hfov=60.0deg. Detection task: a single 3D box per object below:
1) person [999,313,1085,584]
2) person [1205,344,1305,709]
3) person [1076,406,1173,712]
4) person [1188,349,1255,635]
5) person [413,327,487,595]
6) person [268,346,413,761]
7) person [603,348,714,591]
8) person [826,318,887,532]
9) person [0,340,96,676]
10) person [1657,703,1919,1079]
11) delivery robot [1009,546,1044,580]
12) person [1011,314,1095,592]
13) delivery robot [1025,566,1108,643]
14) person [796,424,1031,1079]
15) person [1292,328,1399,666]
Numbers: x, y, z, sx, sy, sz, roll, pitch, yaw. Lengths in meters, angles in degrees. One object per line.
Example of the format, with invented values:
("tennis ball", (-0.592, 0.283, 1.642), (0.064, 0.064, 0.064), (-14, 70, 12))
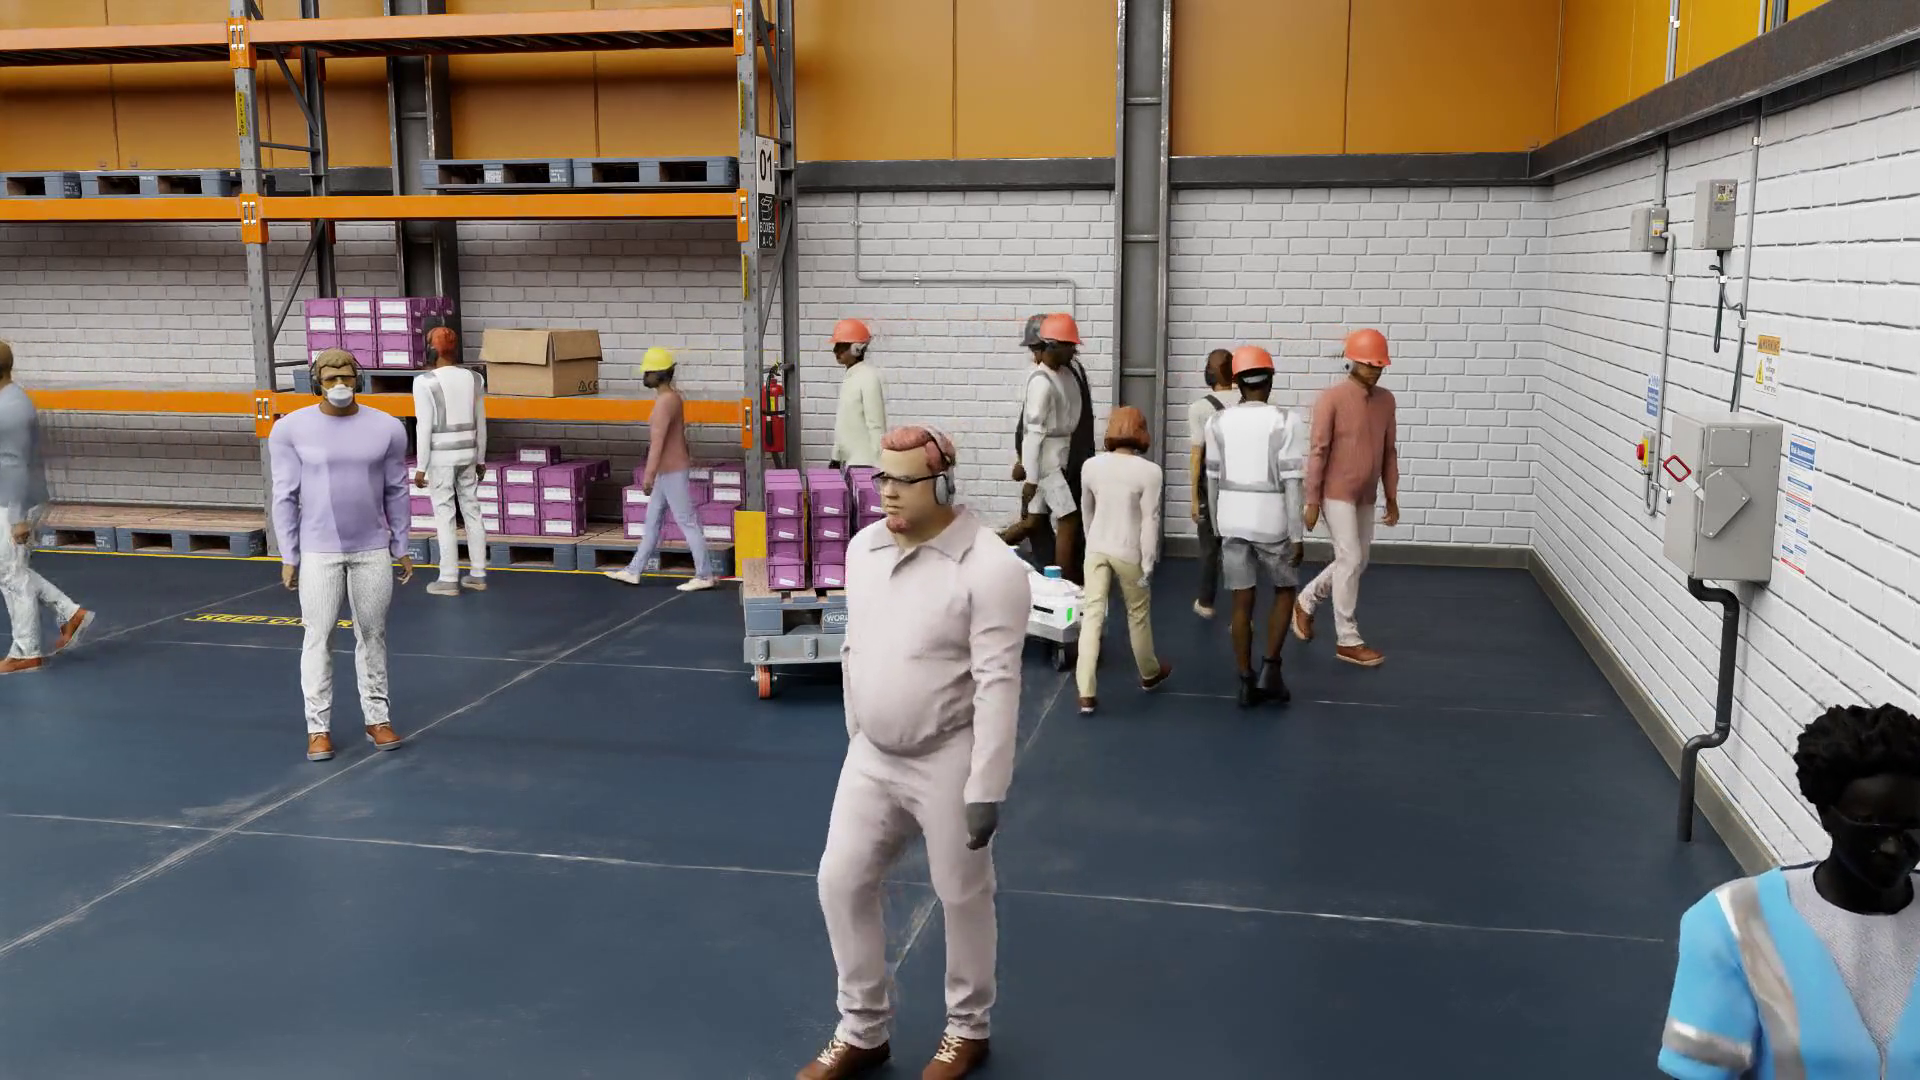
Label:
("person", (0.468, -0.516, 11.149), (0.946, 2.005, 0.638), (1, 9, 6))
("person", (1.553, -0.066, 8.719), (0.562, 1.900, 0.436), (5, 11, 29))
("person", (0.839, 0.083, 8.762), (0.522, 1.576, 0.882), (6, 11, 31))
("person", (1.685, -0.308, 10.527), (0.517, 1.797, 0.988), (-1, 9, -6))
("person", (-3.582, -0.553, 11.711), (0.337, 1.880, 0.584), (7, 12, 36))
("person", (-2.905, 0.057, 7.867), (0.627, 1.941, 0.374), (-6, 11, -30))
("person", (-2.153, -0.483, 11.726), (0.872, 1.720, 0.546), (0, 9, -3))
("person", (-0.781, -0.553, 11.515), (1.035, 1.937, 0.617), (-2, 10, -14))
("person", (-5.314, -0.192, 9.420), (0.517, 1.922, 0.643), (-6, 11, -31))
("person", (1.355, 1.076, 2.544), (0.553, 1.651, 0.835), (2, 10, 11))
("delivery robot", (0.316, 0.280, 10.407), (0.477, 0.478, 0.707), (-2, 10, -12))
("person", (0.653, -0.587, 11.445), (0.543, 2.000, 0.716), (4, 10, 24))
("delivery robot", (0.541, 0.395, 9.711), (0.477, 0.478, 0.707), (-7, 12, -36))
("person", (-0.160, 0.629, 4.579), (0.675, 1.884, 0.713), (7, 12, 37))
("person", (2.230, -0.277, 9.831), (0.626, 1.957, 0.786), (-7, 12, -37))
